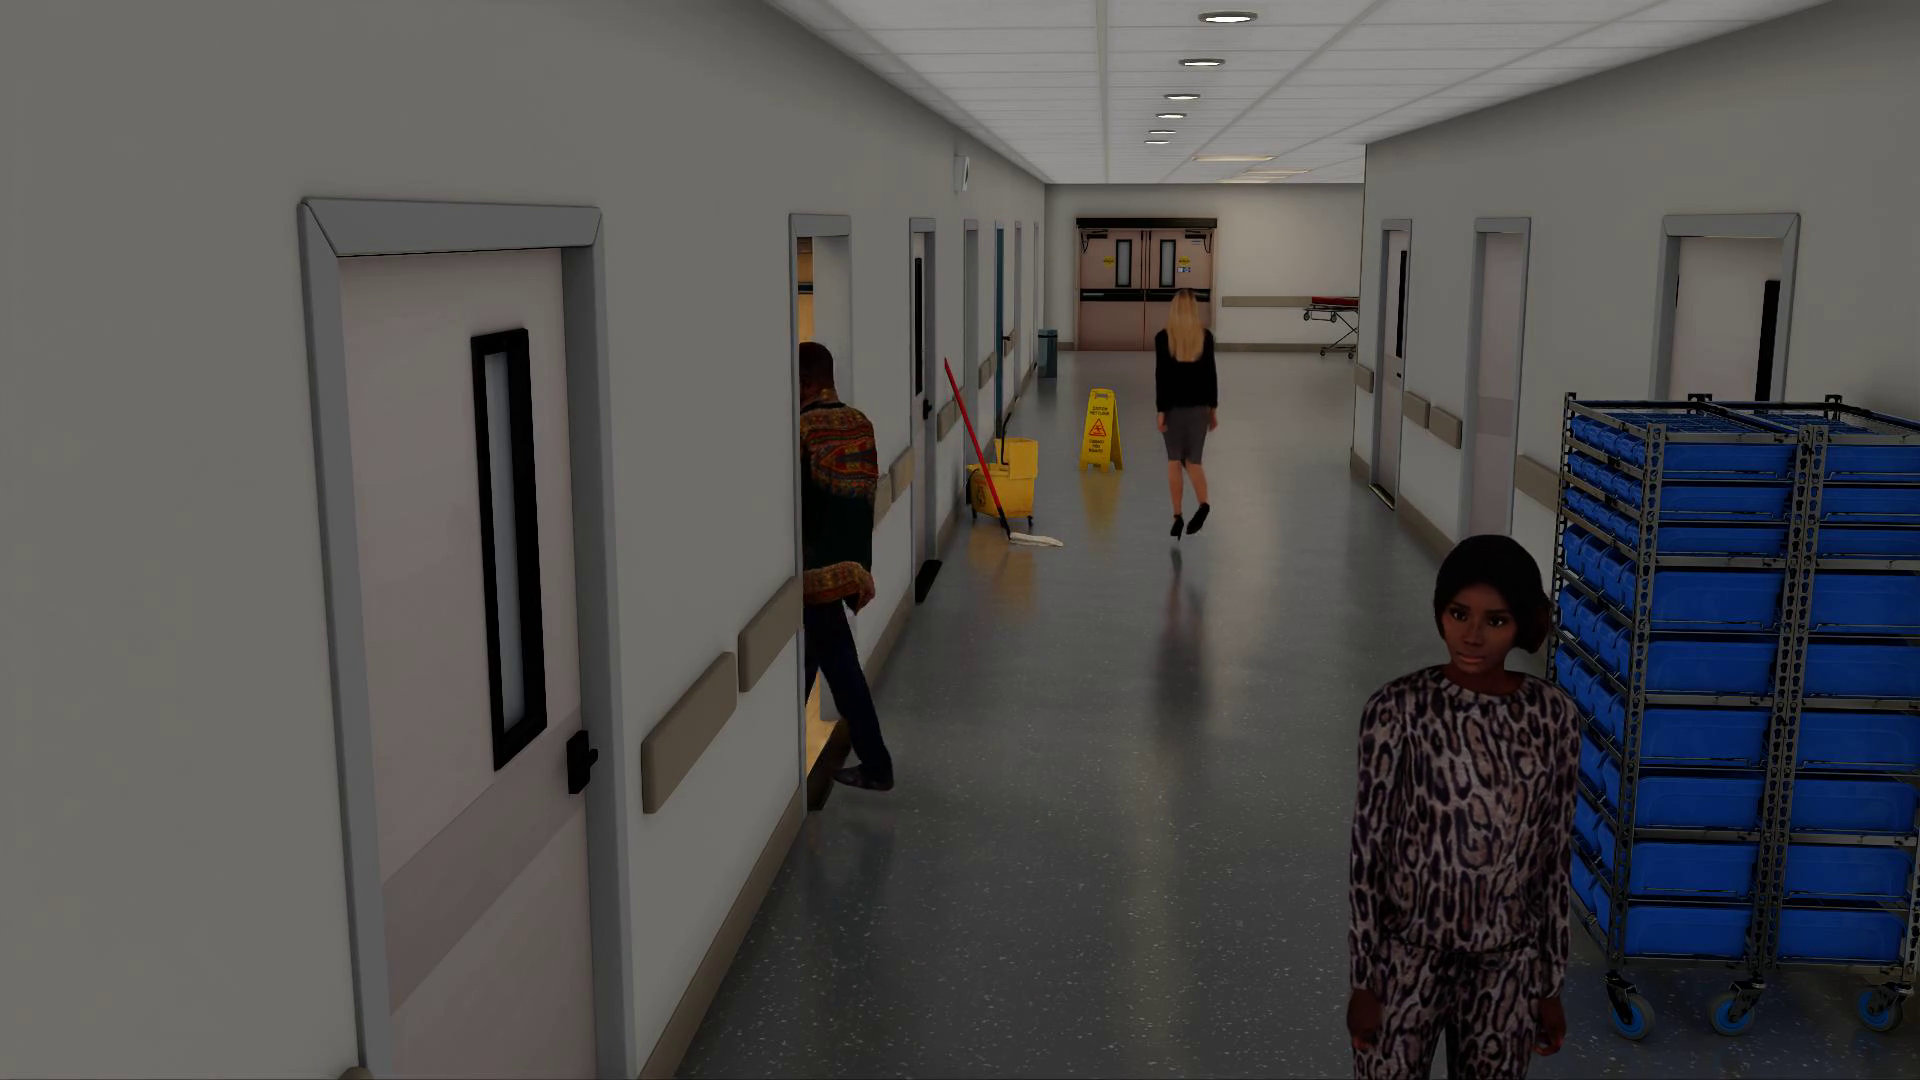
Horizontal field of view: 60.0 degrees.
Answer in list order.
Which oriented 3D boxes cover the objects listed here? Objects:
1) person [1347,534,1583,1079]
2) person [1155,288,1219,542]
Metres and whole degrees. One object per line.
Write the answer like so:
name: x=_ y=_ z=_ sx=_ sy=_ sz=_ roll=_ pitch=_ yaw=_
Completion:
person: x=0.940 y=0.829 z=3.181 sx=0.560 sy=1.716 sz=0.517 roll=1 pitch=11 yaw=5
person: x=1.576 y=-0.800 z=11.555 sx=0.750 sy=1.794 sz=1.195 roll=-1 pitch=11 yaw=-6
